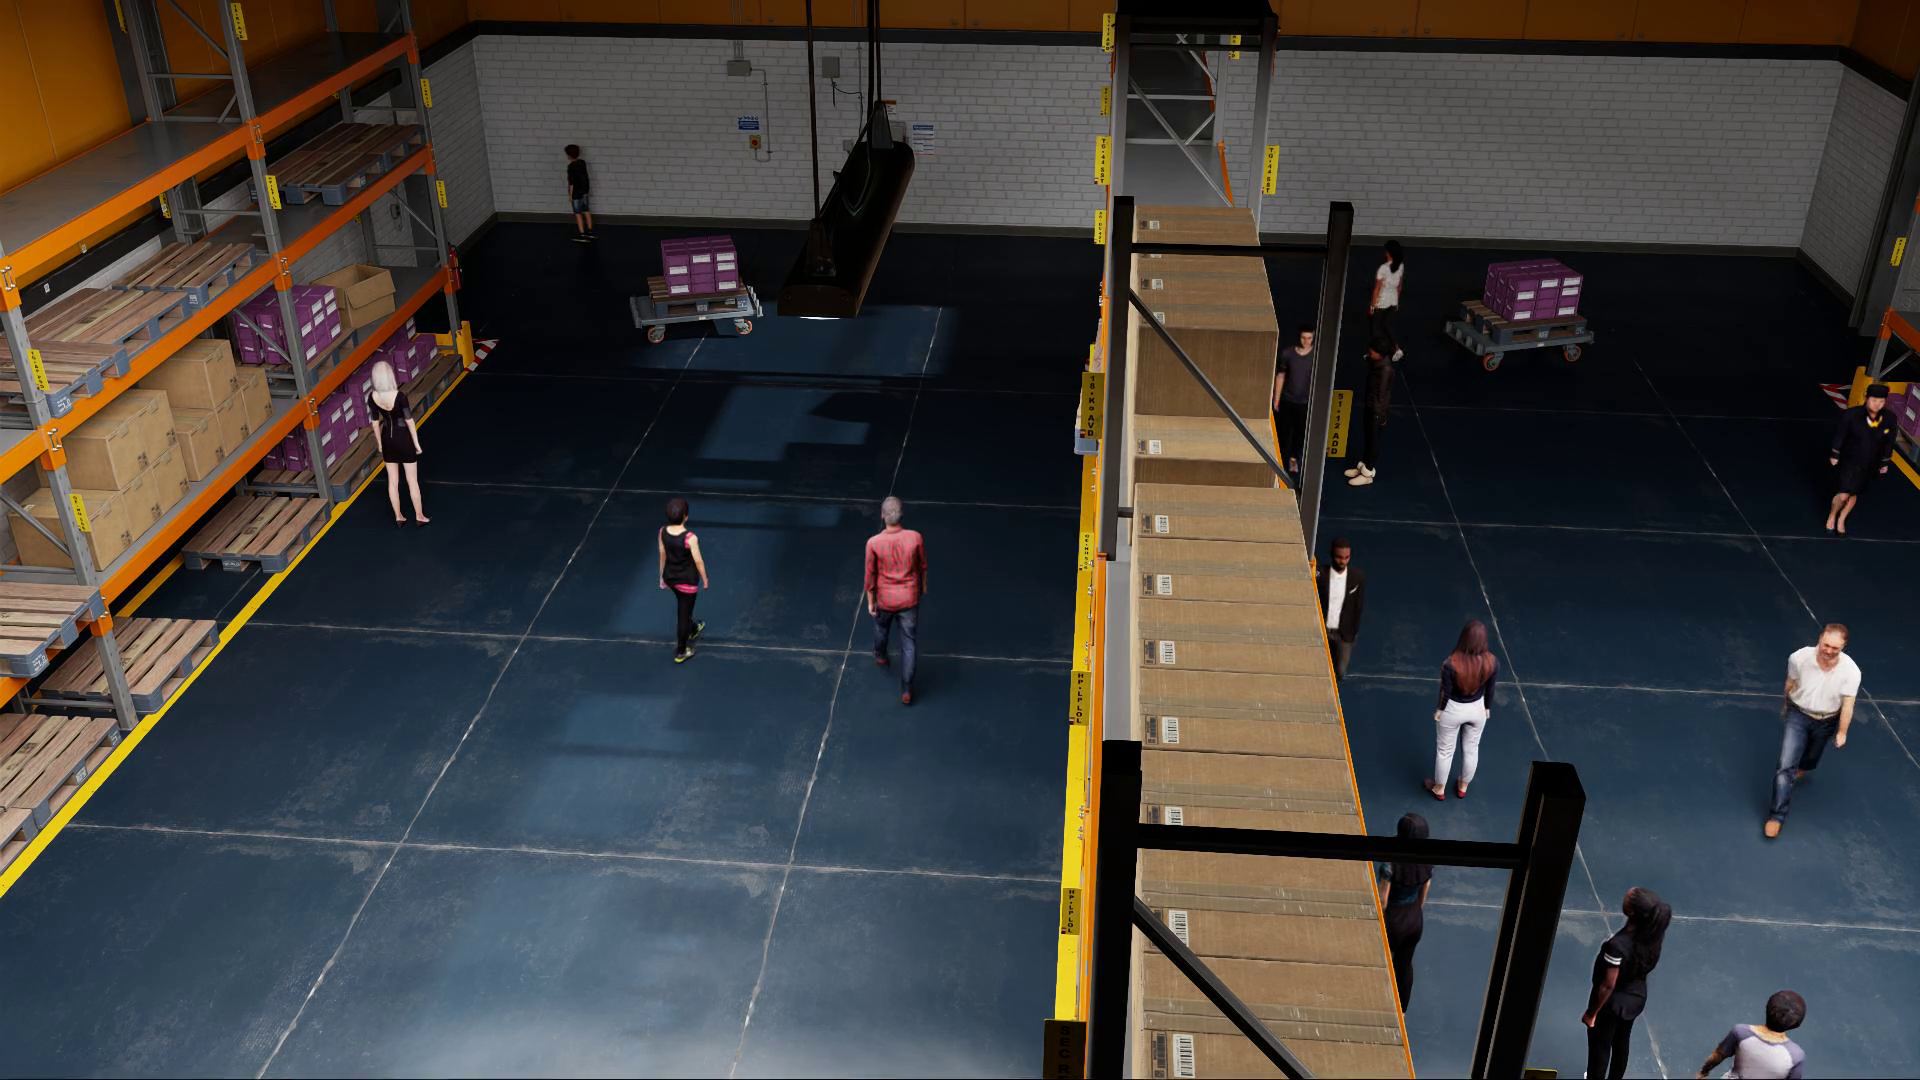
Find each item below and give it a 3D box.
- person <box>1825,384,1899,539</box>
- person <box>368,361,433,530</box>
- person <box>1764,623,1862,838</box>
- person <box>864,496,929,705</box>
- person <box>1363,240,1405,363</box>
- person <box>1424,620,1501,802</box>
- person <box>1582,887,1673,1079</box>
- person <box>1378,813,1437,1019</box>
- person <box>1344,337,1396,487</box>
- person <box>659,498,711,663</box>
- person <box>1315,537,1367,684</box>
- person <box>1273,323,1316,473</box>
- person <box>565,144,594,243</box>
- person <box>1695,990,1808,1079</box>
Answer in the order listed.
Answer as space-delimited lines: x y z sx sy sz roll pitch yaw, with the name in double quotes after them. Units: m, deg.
9.007 -0.813 16.689 0.715 1.661 0.679 5 29 9 "person"
-5.675 -0.958 16.779 0.581 1.829 0.480 2 29 4 "person"
6.482 1.325 12.642 1.132 1.784 1.356 20 35 33 "person"
-0.519 0.542 14.066 0.826 1.794 1.157 -2 29 -3 "person"
5.297 -2.890 20.530 0.806 1.630 0.890 -17 33 -28 "person"
3.876 1.312 12.848 0.632 1.608 0.589 -2 29 -4 "person"
3.965 2.780 10.031 0.714 1.729 0.759 -18 33 -29 "person"
2.797 2.454 10.620 0.629 1.737 0.634 -12 31 -20 "person"
4.447 -1.387 17.743 0.662 1.660 0.589 15 32 26 "person"
-2.503 0.374 14.650 0.751 1.530 0.918 14 32 24 "person"
3.023 0.728 13.729 0.681 1.790 0.763 0 29 1 "person"
3.636 -1.539 17.933 0.685 1.743 0.845 4 29 7 "person"
-5.739 -5.229 25.008 0.672 1.448 0.565 15 32 26 "person"
4.455 3.231 9.418 0.946 1.524 1.083 16 32 26 "person"
